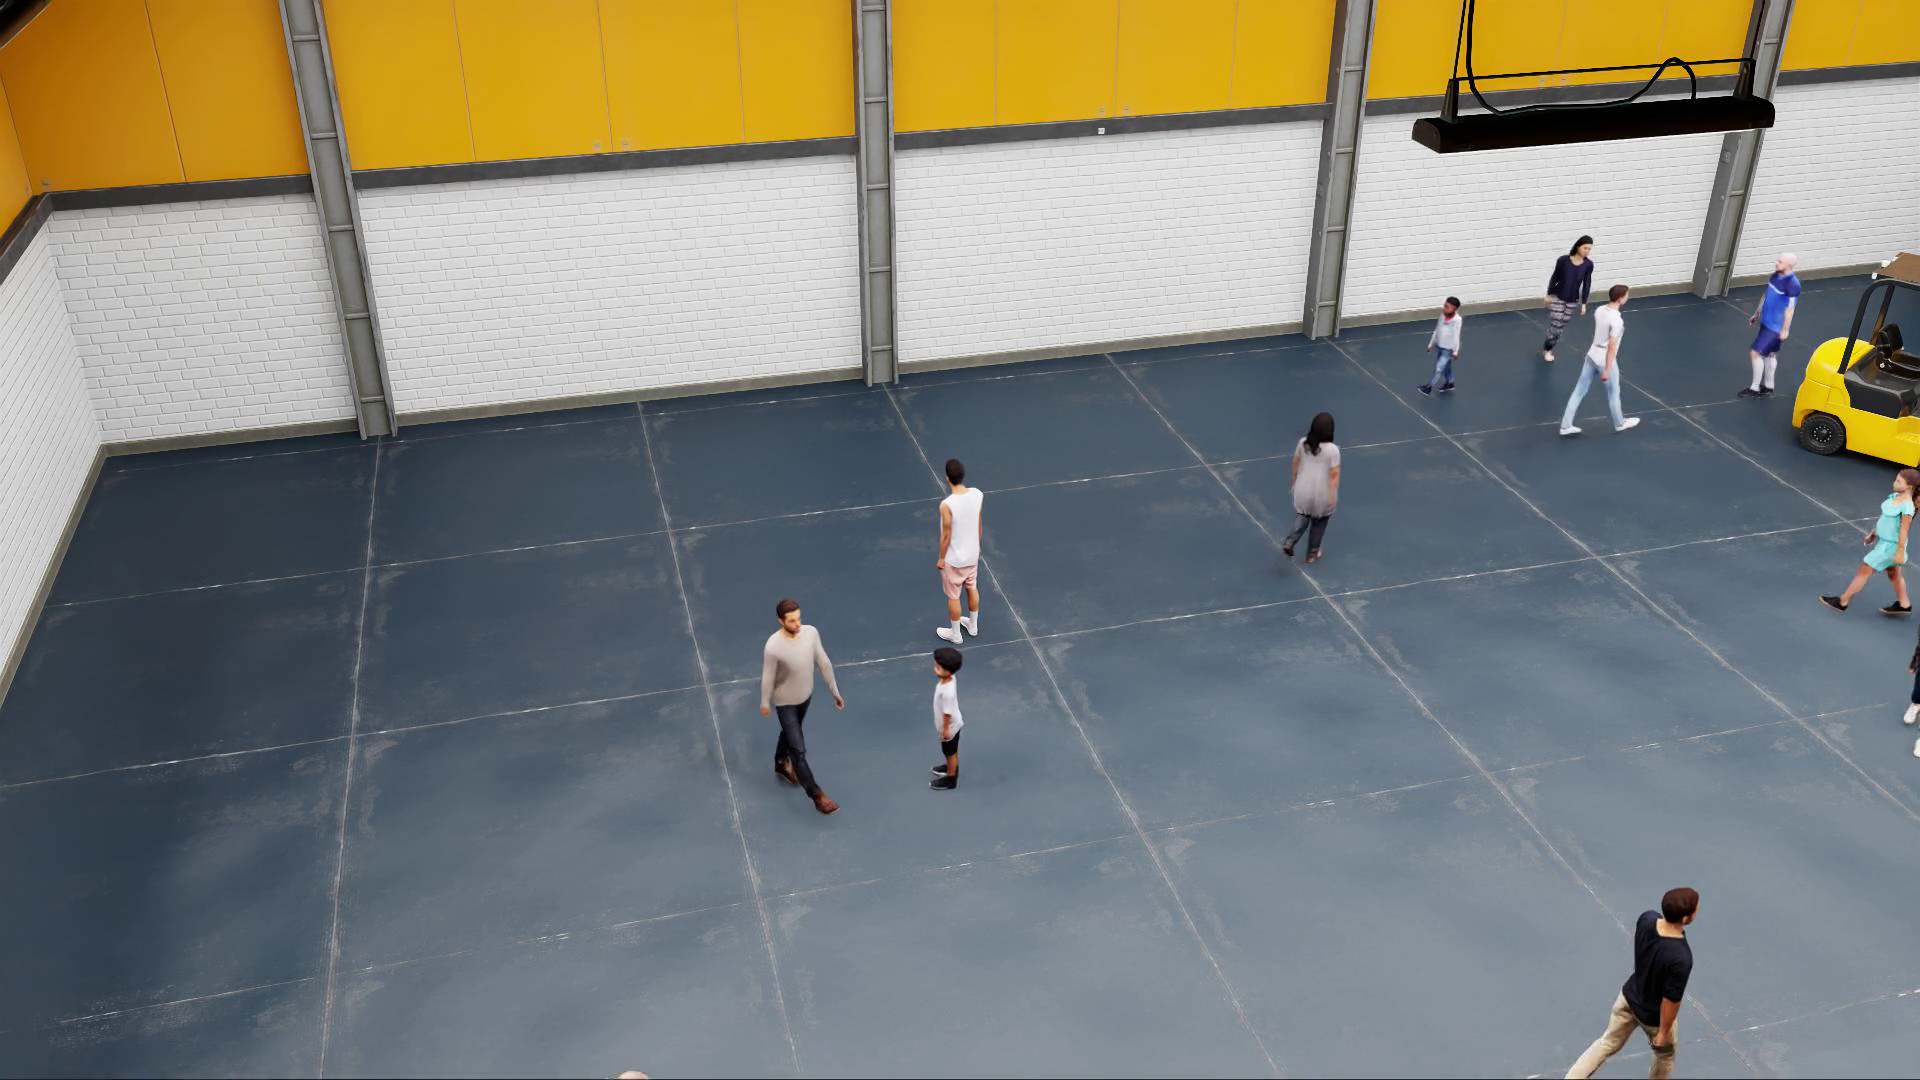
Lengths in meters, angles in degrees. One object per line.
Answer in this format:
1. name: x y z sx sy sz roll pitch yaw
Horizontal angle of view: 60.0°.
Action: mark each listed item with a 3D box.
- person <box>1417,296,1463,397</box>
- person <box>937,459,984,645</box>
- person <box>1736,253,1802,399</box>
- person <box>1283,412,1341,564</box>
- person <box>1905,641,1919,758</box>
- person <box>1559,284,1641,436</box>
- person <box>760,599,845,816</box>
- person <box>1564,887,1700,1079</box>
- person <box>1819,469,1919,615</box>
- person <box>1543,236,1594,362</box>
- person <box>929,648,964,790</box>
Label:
1. person: 5.950 -2.354 20.167 0.855 1.232 0.571 -11 31 -20
2. person: -0.001 0.109 15.076 0.649 1.785 0.784 -22 36 -35
3. person: 9.838 -2.564 19.936 0.846 1.822 0.798 3 29 5
4. person: 3.459 -0.479 16.351 0.816 1.594 0.891 23 36 35
5. person: 8.088 1.028 13.727 0.941 1.461 1.010 17 33 28
6. person: 7.207 -2.001 18.925 1.145 1.802 0.657 -8 30 -14
7. person: -1.357 1.209 13.027 1.111 1.814 1.202 24 37 37
8. person: 4.060 2.834 10.040 1.137 1.823 0.681 -10 30 -17
9. person: 8.722 0.055 15.447 1.108 1.523 0.917 9 30 15
10. person: 7.598 -3.064 20.995 0.723 1.687 0.804 8 30 14
11. person: -0.085 1.407 13.247 0.563 1.257 0.543 1 29 2
